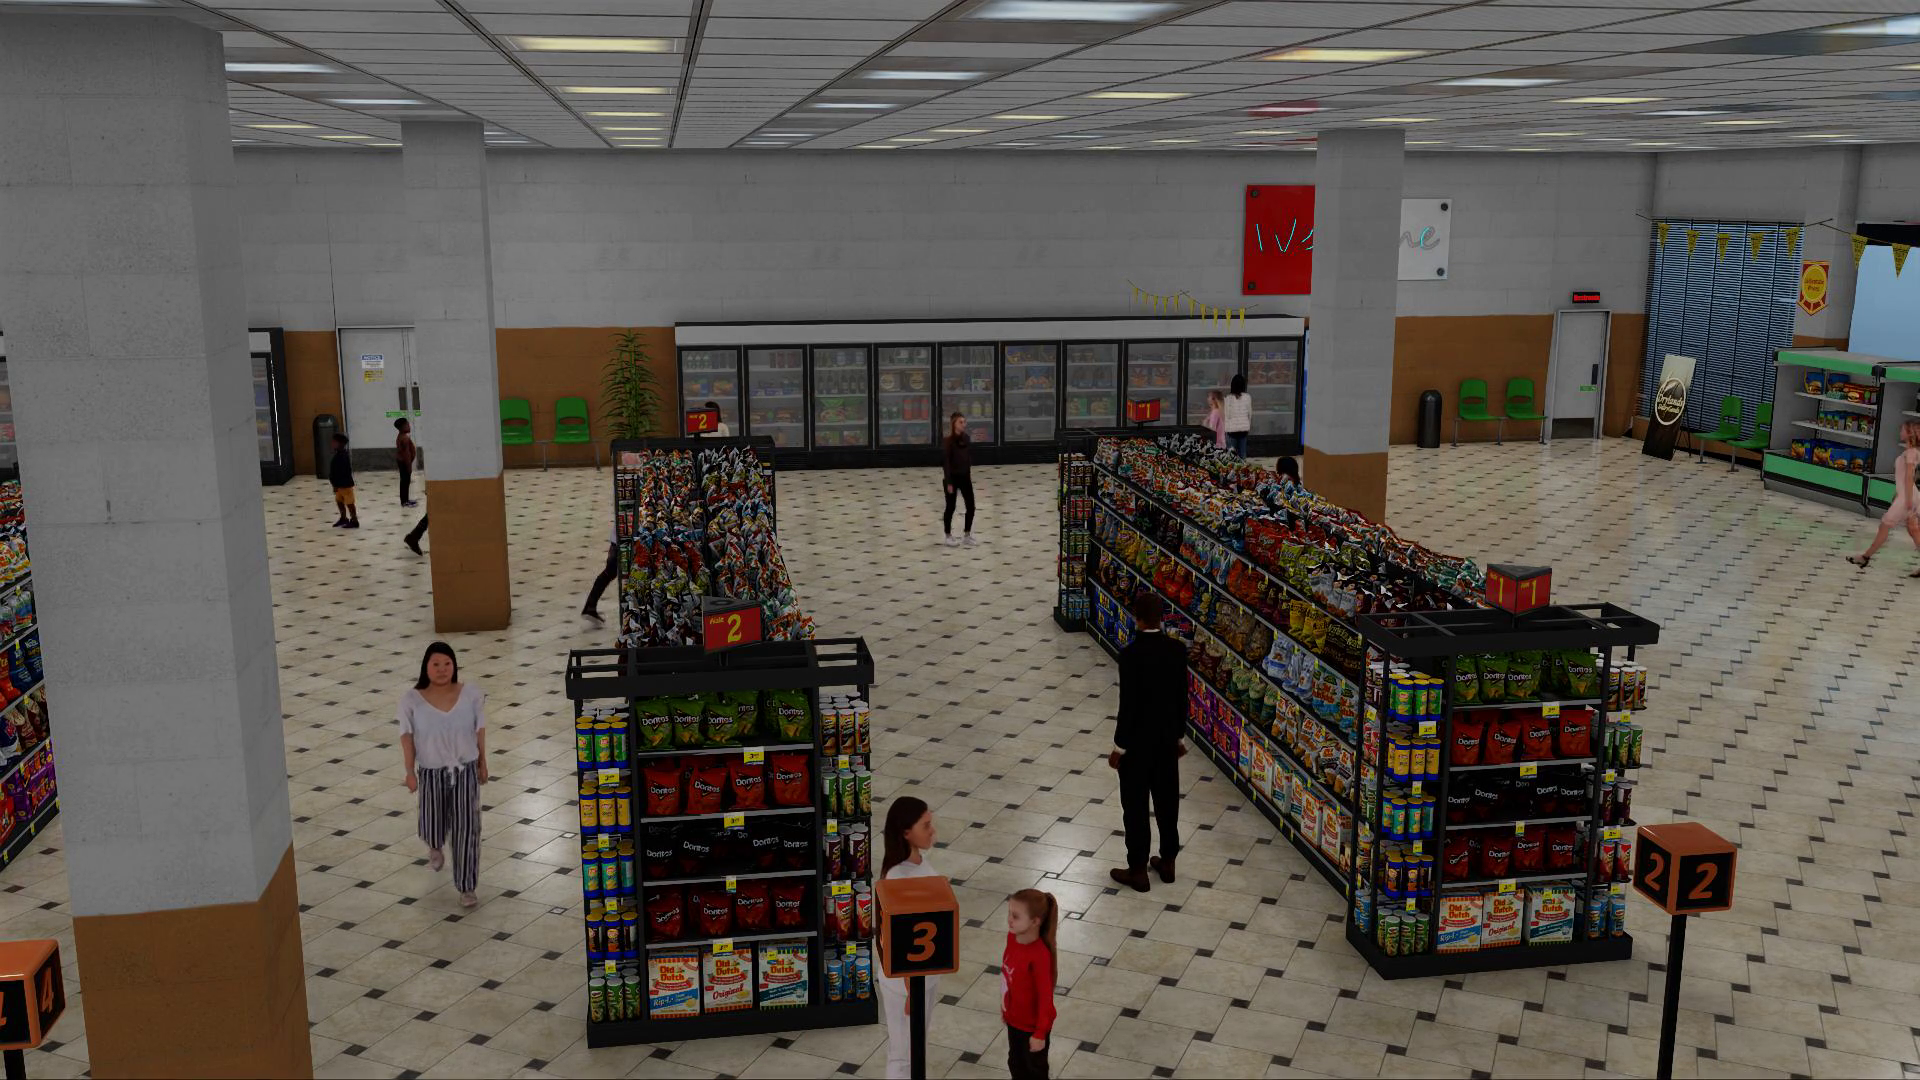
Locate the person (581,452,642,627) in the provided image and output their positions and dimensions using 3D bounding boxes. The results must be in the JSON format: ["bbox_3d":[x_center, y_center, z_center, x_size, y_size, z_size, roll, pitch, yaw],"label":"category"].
[{"bbox_3d":[-3.424,0.023,16.712,1.035,1.789,1.227,-8,14,-32],"label":"person"}]

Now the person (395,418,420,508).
[{"bbox_3d":[-7.794,-1.095,23.319,0.632,1.253,0.511,-7,14,-31],"label":"person"}]

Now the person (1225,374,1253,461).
[{"bbox_3d":[4.213,-1.708,25.296,0.640,1.638,0.582,-4,12,-17],"label":"person"}]

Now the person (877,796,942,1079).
[{"bbox_3d":[-0.227,1.985,7.637,0.719,1.689,0.576,2,12,7],"label":"person"}]

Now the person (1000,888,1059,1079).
[{"bbox_3d":[0.311,2.198,7.616,0.614,1.281,0.505,-6,14,-28],"label":"person"}]

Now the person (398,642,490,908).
[{"bbox_3d":[-3.201,1.425,10.373,0.787,1.658,0.985,-5,13,-21],"label":"person"}]

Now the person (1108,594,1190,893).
[{"bbox_3d":[1.203,1.266,10.534,0.770,1.902,0.725,-6,13,-27],"label":"person"}]

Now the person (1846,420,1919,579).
[{"bbox_3d":[10.809,-0.418,18.808,1.148,1.788,1.060,9,15,36],"label":"person"}]

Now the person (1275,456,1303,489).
[{"bbox_3d":[3.555,-0.081,17.706,1.024,1.582,1.028,5,13,23],"label":"person"}]

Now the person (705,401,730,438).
[{"bbox_3d":[-3.213,-0.973,21.709,0.683,1.680,0.665,2,12,10],"label":"person"}]

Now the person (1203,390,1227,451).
[{"bbox_3d":[3.578,-1.215,22.861,0.856,1.677,0.826,4,13,20],"label":"person"}]

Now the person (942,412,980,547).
[{"bbox_3d":[-0.096,-0.747,20.626,0.806,1.684,0.879,-10,15,-38],"label":"person"}]

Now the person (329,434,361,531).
[{"bbox_3d":[-7.982,-0.764,21.733,0.604,1.260,0.525,-4,13,-18],"label":"person"}]
